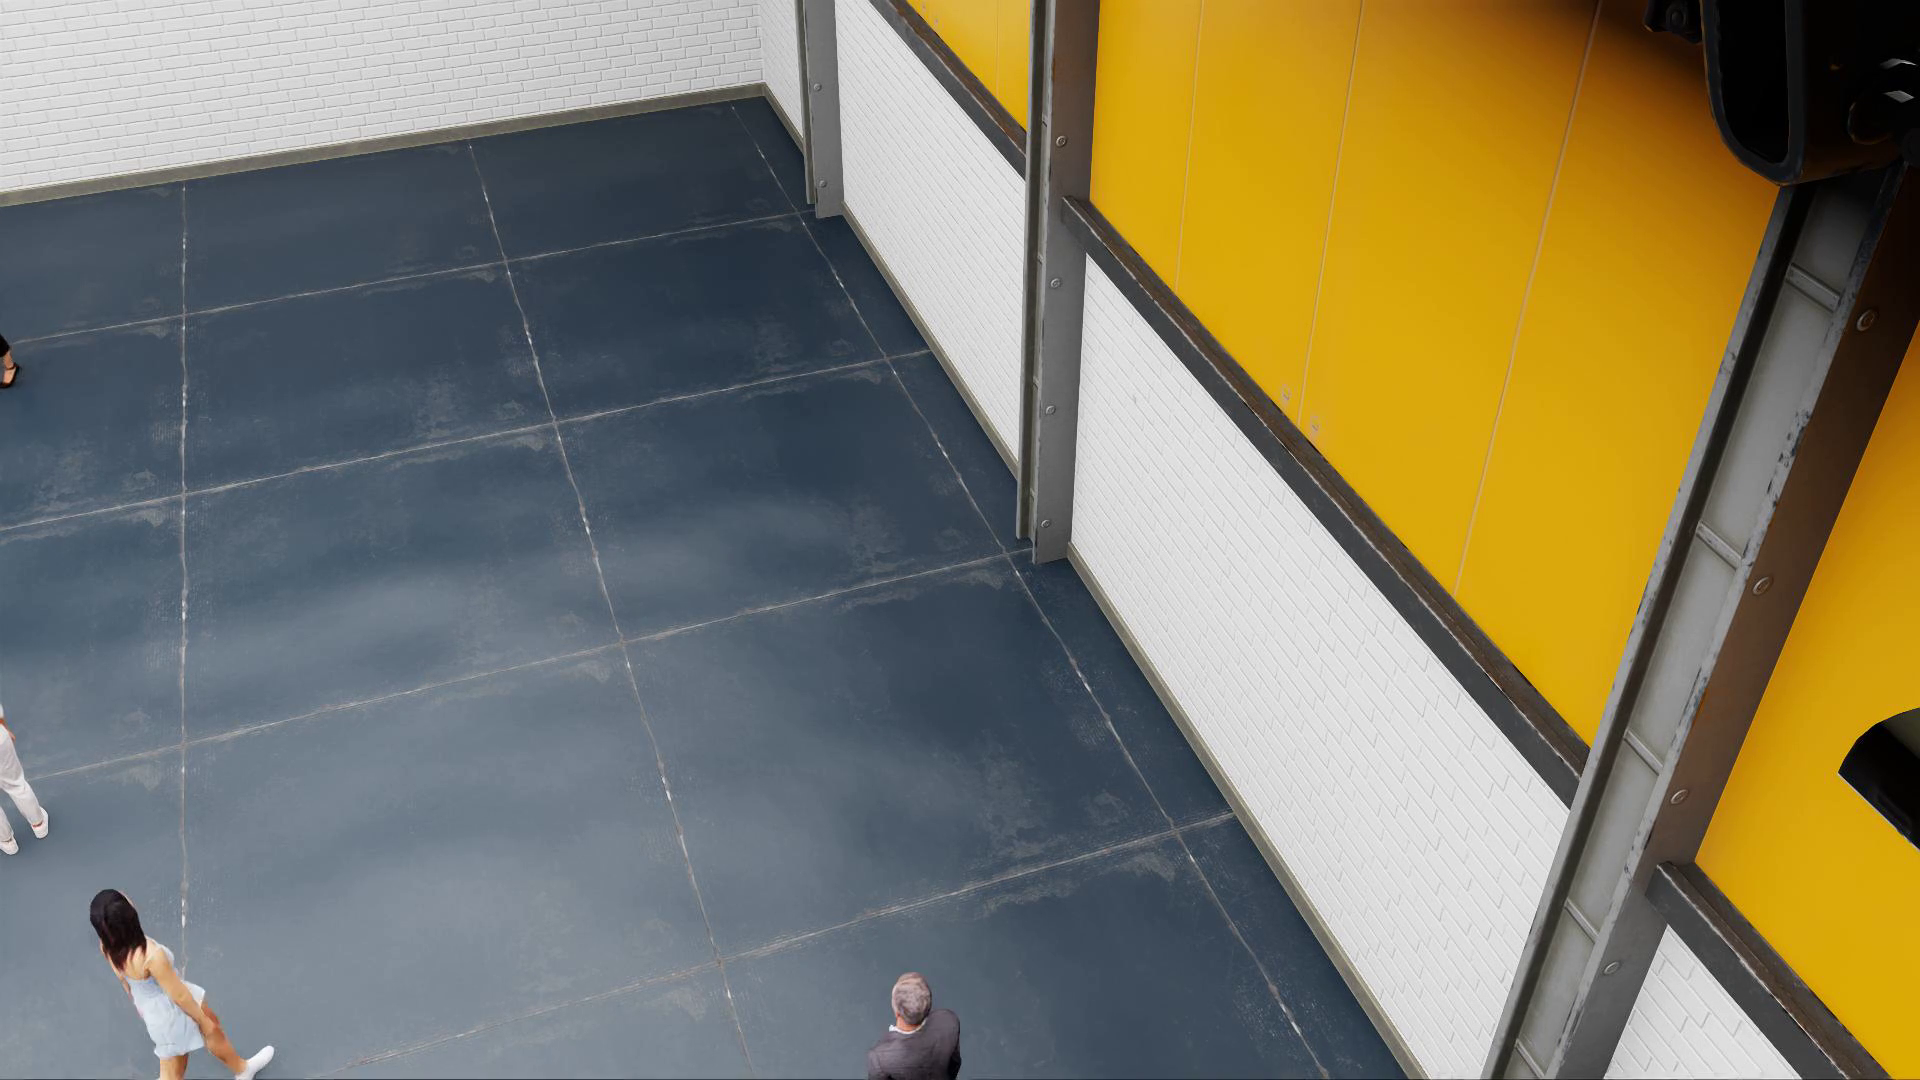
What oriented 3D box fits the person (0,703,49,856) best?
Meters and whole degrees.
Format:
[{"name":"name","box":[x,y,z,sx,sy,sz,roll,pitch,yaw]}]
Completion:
[{"name":"person","box":[-5.996,1.249,10.125,0.674,1.689,0.667,-30,47,-32]}]

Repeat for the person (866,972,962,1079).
[{"name":"person","box":[-0.207,2.792,8.087,0.885,1.822,0.990,-26,45,-29]}]

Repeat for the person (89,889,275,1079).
[{"name":"person","box":[-4.167,2.505,8.557,1.156,1.683,1.162,22,44,25]}]
